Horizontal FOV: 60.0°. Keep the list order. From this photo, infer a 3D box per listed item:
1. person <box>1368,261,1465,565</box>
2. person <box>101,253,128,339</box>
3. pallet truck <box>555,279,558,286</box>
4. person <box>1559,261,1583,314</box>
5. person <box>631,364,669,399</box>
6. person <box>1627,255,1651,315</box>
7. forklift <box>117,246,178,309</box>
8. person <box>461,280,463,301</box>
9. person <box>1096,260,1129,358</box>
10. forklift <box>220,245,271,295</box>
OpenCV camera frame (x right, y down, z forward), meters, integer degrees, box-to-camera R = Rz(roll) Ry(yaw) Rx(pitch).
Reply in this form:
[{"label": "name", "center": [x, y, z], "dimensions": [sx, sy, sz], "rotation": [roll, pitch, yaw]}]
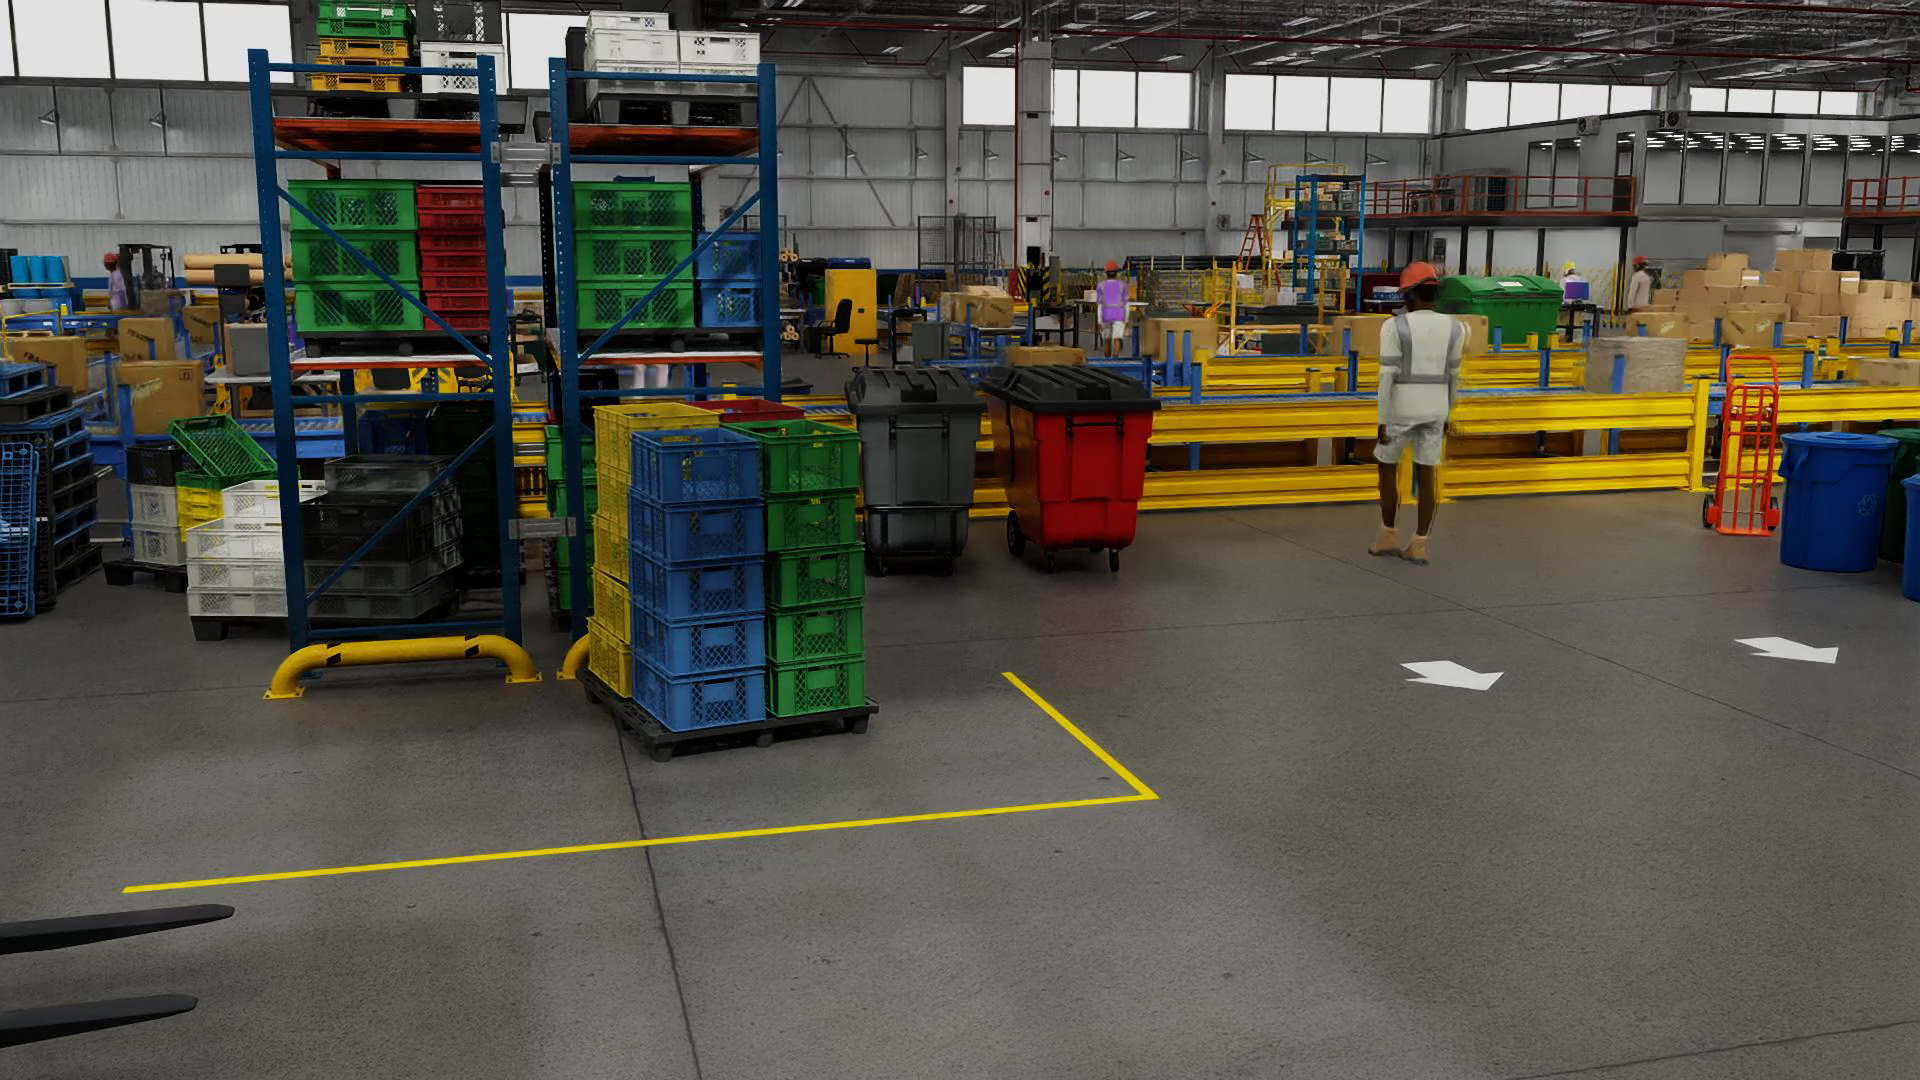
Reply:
[{"label": "person", "center": [3.055, -0.860, 11.253], "dimensions": [0.620, 2.019, 0.666], "rotation": [-2, 10, -9]}, {"label": "person", "center": [-16.858, -4.710, 33.163], "dimensions": [1.064, 1.980, 0.633], "rotation": [-5, 11, -26]}, {"label": "pallet truck", "center": [-10.604, -6.375, 44.520], "dimensions": [0.653, 1.274, 1.630], "rotation": [-3, 10, -15]}, {"label": "person", "center": [12.491, -4.809, 34.178], "dimensions": [0.621, 1.818, 0.428], "rotation": [-5, 11, -26]}, {"label": "person", "center": [-3.933, -2.538, 21.149], "dimensions": [0.666, 1.875, 0.789], "rotation": [-10, 14, -44]}, {"label": "person", "center": [13.041, -4.465, 31.846], "dimensions": [0.637, 1.960, 0.791], "rotation": [-9, 14, -42]}, {"label": "forklift", "center": [-19.966, -6.232, 40.894], "dimensions": [1.157, 1.987, 2.680], "rotation": [-3, 10, -15]}, {"label": "person", "center": [-11.607, -5.542, 38.634], "dimensions": [0.529, 1.713, 0.914], "rotation": [10, 14, 44]}, {"label": "person", "center": [2.510, -3.668, 27.506], "dimensions": [0.538, 1.905, 0.861], "rotation": [2, 10, 11]}, {"label": "forklift", "center": [-17.749, -6.334, 41.440], "dimensions": [1.157, 1.987, 2.680], "rotation": [-3, 10, -17]}]
